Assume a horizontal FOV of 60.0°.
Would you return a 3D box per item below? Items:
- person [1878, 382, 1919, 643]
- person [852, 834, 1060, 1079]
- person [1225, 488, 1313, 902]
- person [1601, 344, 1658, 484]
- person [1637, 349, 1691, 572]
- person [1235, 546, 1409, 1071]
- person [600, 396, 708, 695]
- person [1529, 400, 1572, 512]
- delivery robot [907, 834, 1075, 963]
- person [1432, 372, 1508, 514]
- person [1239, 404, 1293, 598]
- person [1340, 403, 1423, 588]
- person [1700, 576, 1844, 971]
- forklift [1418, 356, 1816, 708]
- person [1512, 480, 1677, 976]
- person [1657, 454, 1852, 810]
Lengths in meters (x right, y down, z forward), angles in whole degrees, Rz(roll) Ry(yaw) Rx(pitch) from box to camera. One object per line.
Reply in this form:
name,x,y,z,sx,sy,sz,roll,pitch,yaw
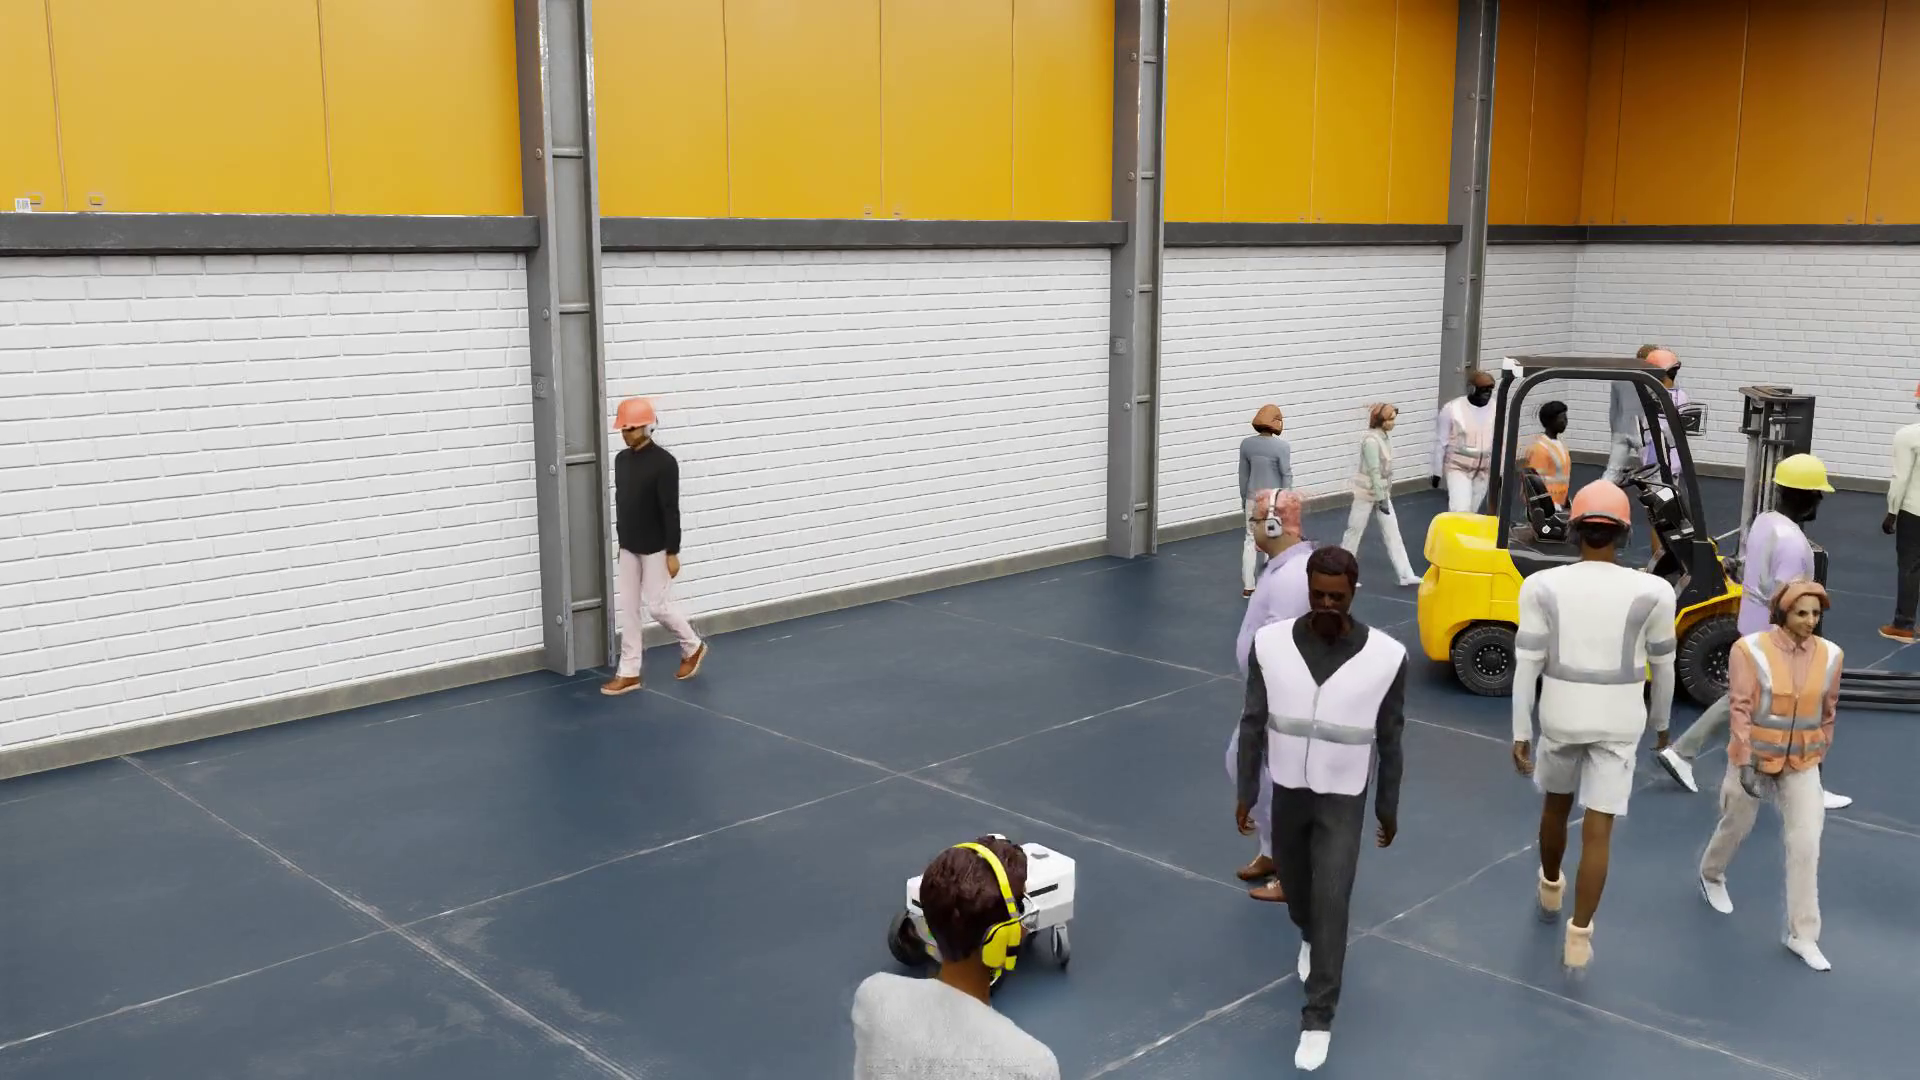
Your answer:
person,7.154,-0.232,12.335,0.622,1.992,0.396,-1,10,-5
person,0.069,1.479,3.414,0.551,1.844,0.721,10,14,43
person,1.419,0.706,7.505,0.508,1.884,0.656,1,10,6
person,7.074,-1.089,17.291,0.497,1.914,0.699,-10,14,-43
person,6.021,-0.623,14.363,0.390,2.034,0.605,9,14,41
person,1.371,0.929,6.317,0.601,1.895,0.896,4,11,23
person,-2.042,0.023,11.015,0.634,1.969,0.743,9,14,41
person,4.805,-0.333,13.760,0.787,1.671,0.529,7,12,33
delivery robot,0.135,1.451,6.832,0.707,0.478,0.477,-8,13,-38
person,4.570,-0.585,14.757,0.643,1.806,0.784,-2,11,-9
person,2.524,-0.307,13.729,0.498,1.633,0.285,10,14,43
person,3.566,-0.355,14.094,0.833,1.593,0.530,8,13,36
person,3.469,0.923,7.106,0.494,1.600,0.800,0,10,2
forklift,4.276,-0.101,11.076,2.313,2.155,1.214,2,11,13
person,2.669,0.738,7.008,0.615,1.997,0.958,5,12,27
person,4.241,0.475,8.758,0.901,1.897,0.600,2,11,9
